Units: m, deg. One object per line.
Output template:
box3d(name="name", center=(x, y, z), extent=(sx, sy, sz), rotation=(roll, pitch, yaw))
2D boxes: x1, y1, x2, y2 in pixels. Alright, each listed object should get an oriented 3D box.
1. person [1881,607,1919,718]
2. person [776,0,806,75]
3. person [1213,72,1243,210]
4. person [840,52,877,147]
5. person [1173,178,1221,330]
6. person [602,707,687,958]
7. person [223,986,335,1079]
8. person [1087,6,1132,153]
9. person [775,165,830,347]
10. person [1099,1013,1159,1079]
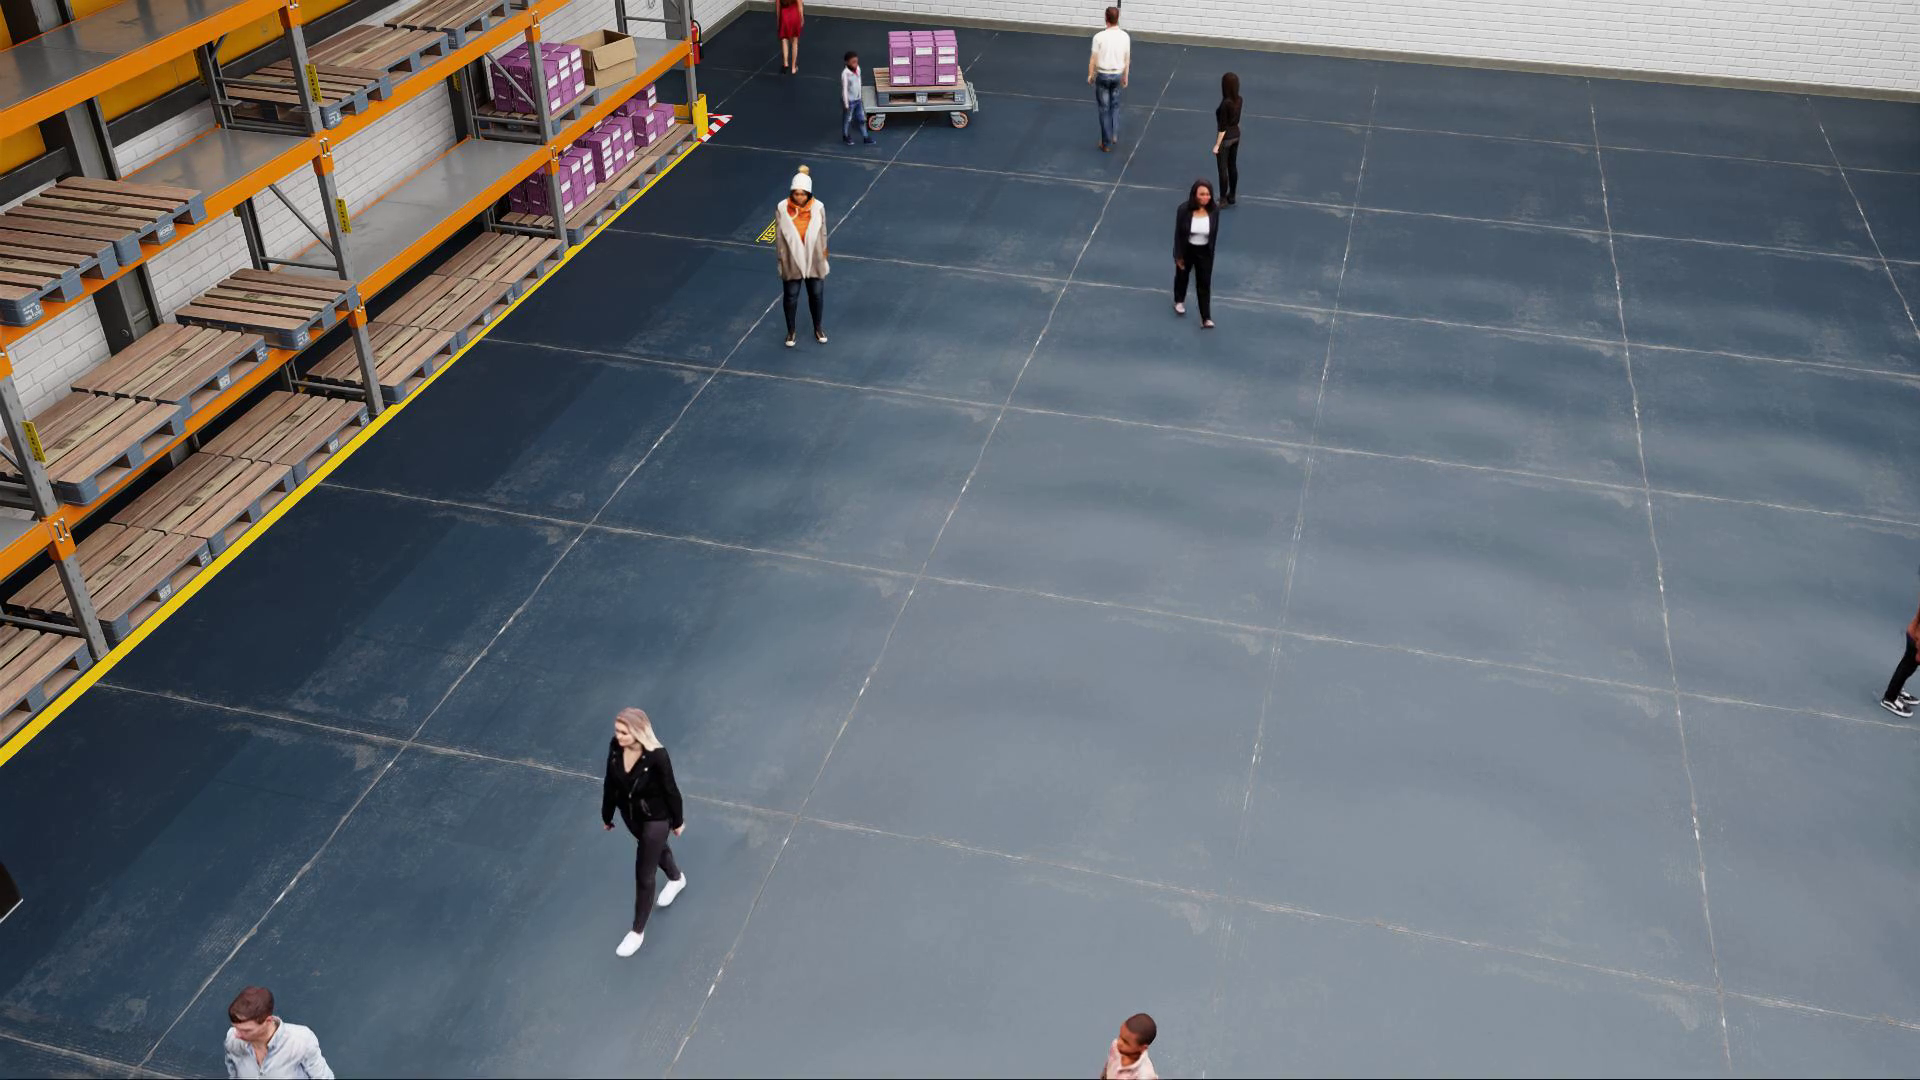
box3d(name="person", center=(6.999, 0.697, 12.111), extent=(0.642, 1.253, 0.529), rotation=(26, 42, 33))
box3d(name="person", center=(-2.495, -7.599, 24.334), extent=(0.629, 1.538, 0.706), rotation=(2, 34, 3))
box3d(name="person", center=(3.238, -4.821, 20.062), extent=(0.724, 1.640, 0.599), rotation=(27, 42, 34))
box3d(name="person", center=(-1.462, -5.835, 21.952), extent=(0.797, 1.237, 0.798), rotation=(-27, 42, -35))
box3d(name="person", center=(2.422, -3.040, 17.447), extent=(0.900, 1.570, 1.162), rotation=(-4, 34, -6))
box3d(name="person", center=(-1.887, 1.660, 10.301), extent=(0.786, 1.653, 1.100), rotation=(15, 37, 22))
box3d(name="person", center=(-3.327, 2.873, 8.302), extent=(0.696, 1.846, 0.609), rotation=(1, 34, 2))
box3d(name="person", center=(1.966, -5.946, 21.579), extent=(0.809, 1.835, 0.841), rotation=(-10, 35, -14))
box3d(name="person", center=(-1.608, -2.906, 16.949), extent=(0.809, 1.898, 0.828), rotation=(-7, 34, -10))
box3d(name="person", center=(0.938, 2.935, 8.704), extent=(0.696, 1.297, 0.637), rotation=(-11, 35, -16))
